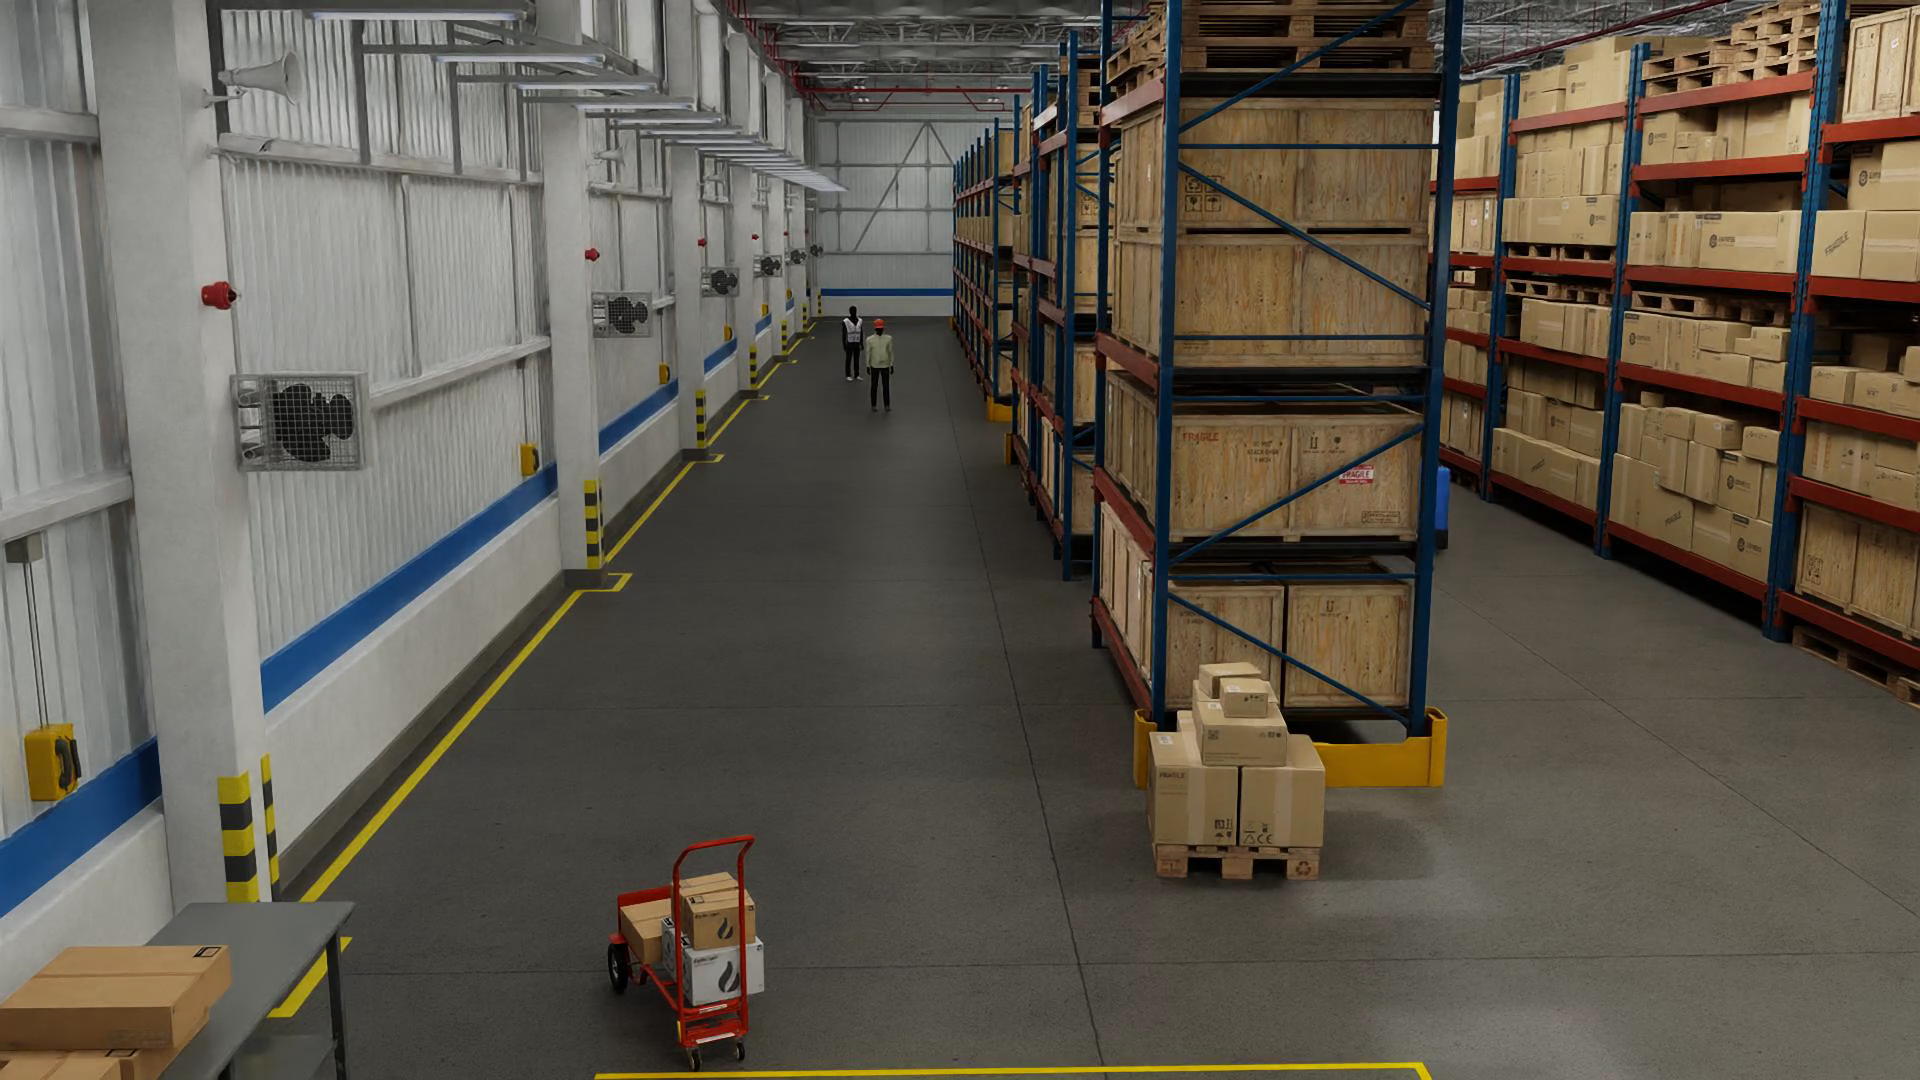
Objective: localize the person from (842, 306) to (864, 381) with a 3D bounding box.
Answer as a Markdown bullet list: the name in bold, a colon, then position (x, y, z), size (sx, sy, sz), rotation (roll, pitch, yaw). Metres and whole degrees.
- **person**: position (-2.752, -5.028, 42.551), size (0.589, 1.911, 0.387), rotation (-8, 13, -35)

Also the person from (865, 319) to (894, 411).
- **person**: position (-1.720, -3.746, 35.680), size (0.618, 1.986, 0.410), rotation (-2, 11, -12)

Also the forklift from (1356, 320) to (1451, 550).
- **forklift**: position (5.437, -1.371, 20.981), size (1.129, 2.768, 1.873), rotation (0, 11, -2)
